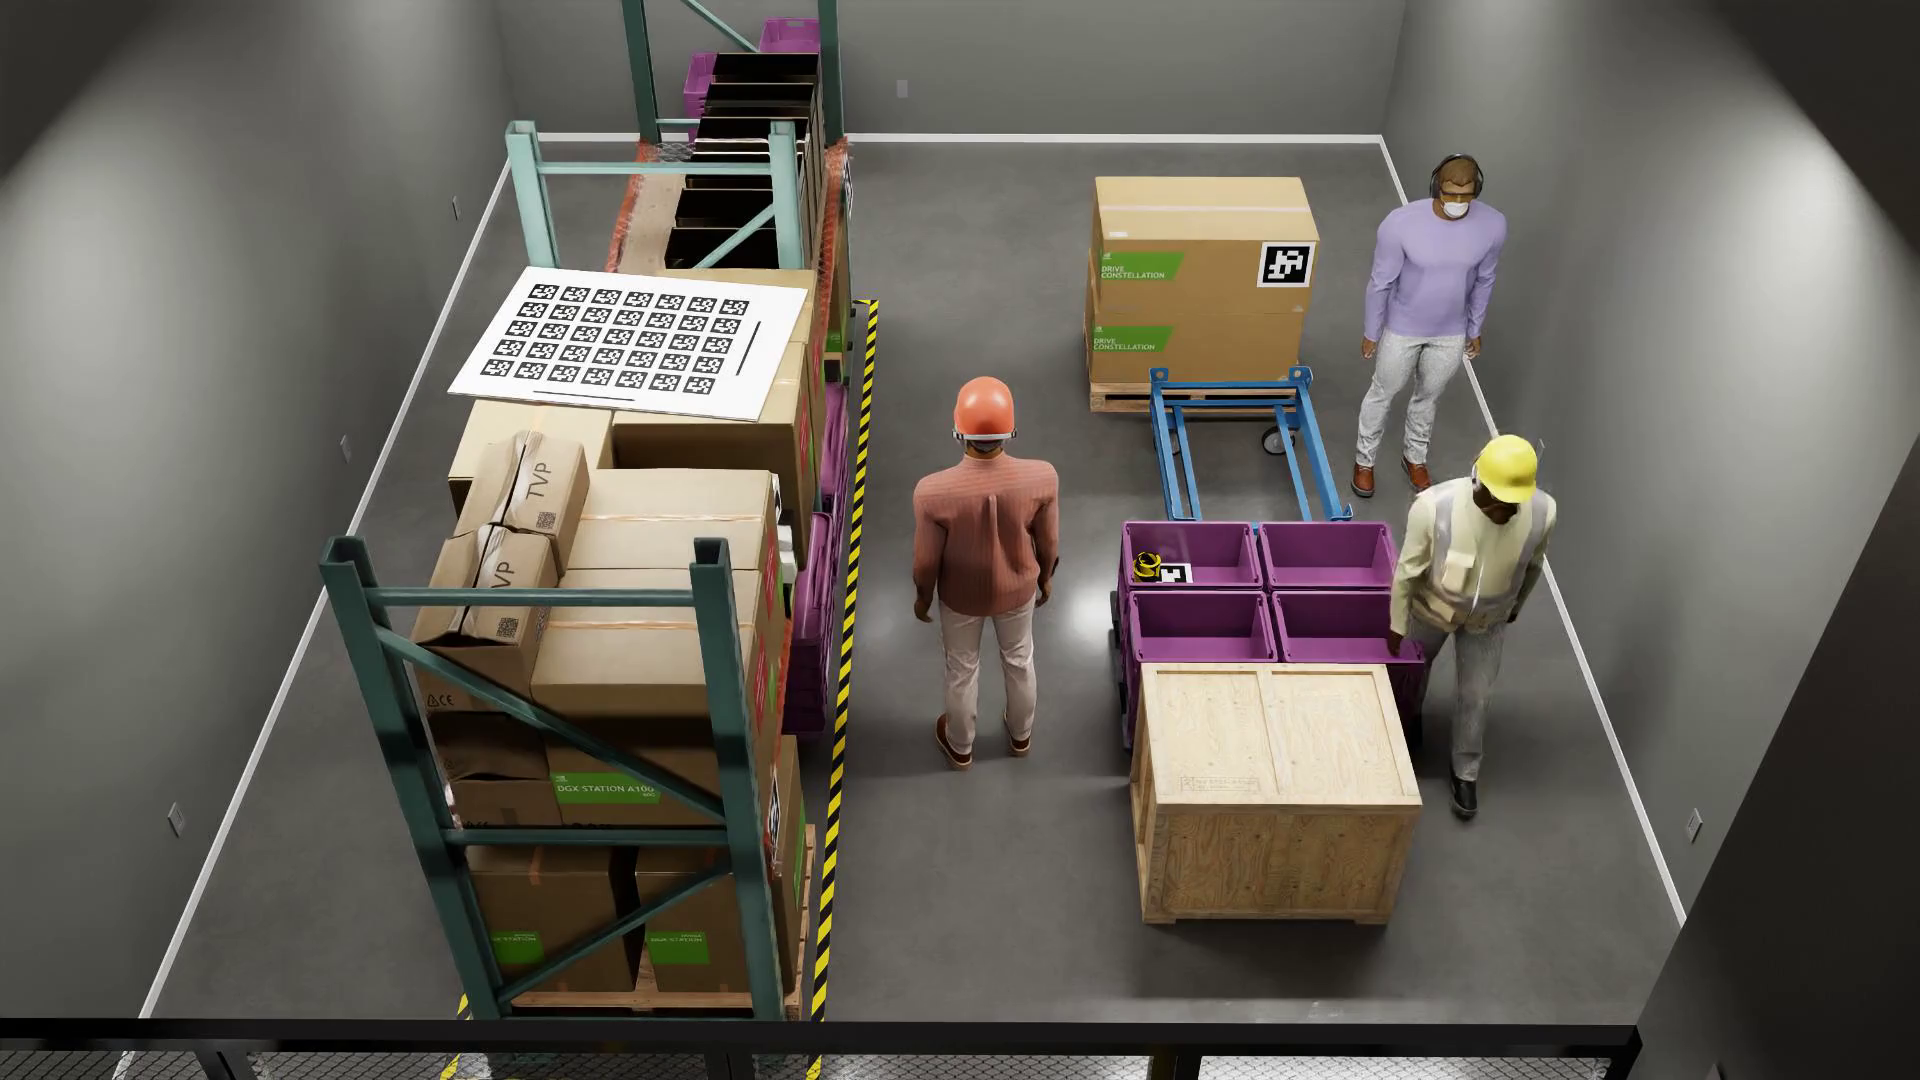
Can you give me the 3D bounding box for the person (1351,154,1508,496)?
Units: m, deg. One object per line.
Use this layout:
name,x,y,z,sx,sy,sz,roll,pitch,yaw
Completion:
person,2.319,-1.057,8.319,0.636,1.938,0.358,-2,41,-2

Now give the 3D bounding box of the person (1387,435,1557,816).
person,2.061,0.332,6.834,0.608,1.799,0.804,5,41,6

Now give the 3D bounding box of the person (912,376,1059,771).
person,0.101,0.171,6.876,0.611,1.996,0.378,-9,42,-10
